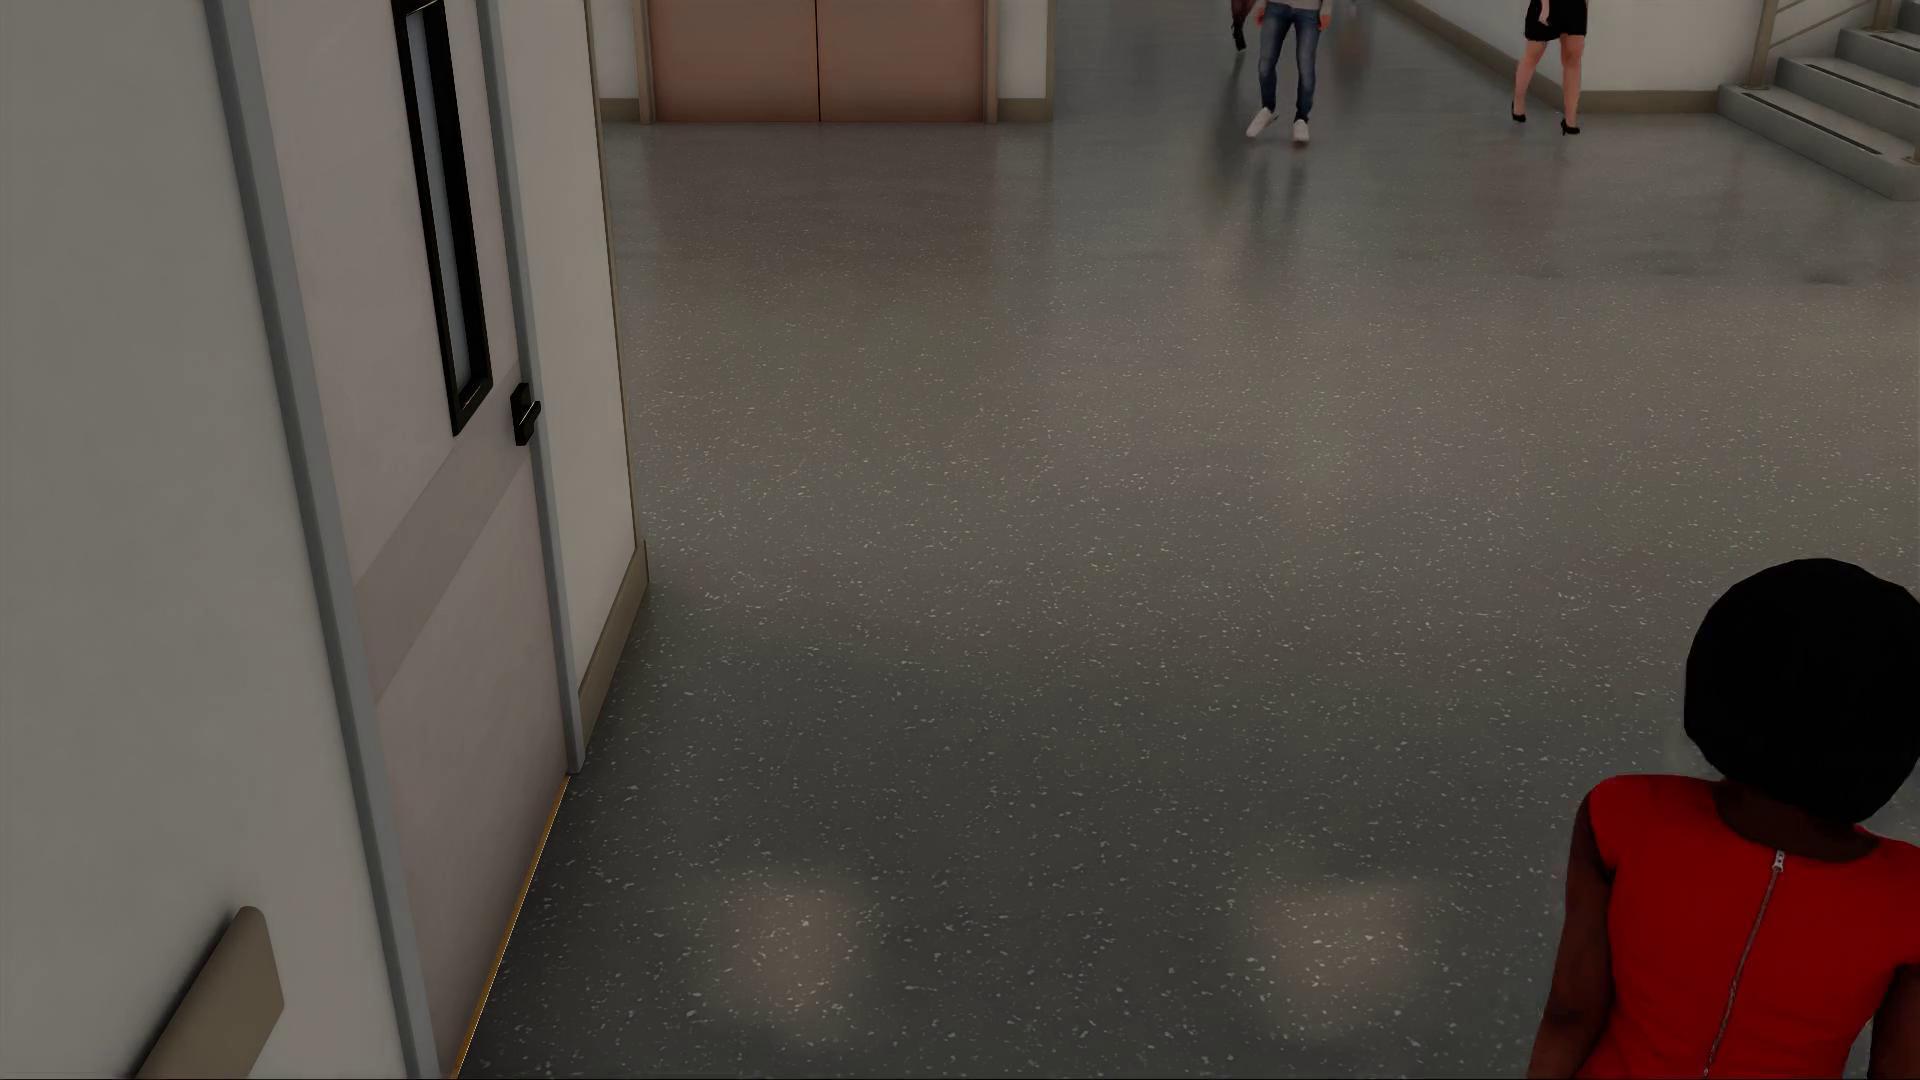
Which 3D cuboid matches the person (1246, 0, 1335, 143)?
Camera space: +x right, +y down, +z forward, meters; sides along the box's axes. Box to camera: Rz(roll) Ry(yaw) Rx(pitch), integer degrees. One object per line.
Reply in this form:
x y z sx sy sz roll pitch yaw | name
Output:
2.215 -3.512 10.895 0.789 1.829 0.882 11 28 22 | person

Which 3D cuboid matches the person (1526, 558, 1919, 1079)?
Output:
0.834 0.862 1.968 1.104 1.706 1.052 17 30 31 | person

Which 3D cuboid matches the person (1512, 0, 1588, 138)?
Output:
3.999 -3.566 11.277 1.070 1.594 0.734 -3 26 -7 | person
